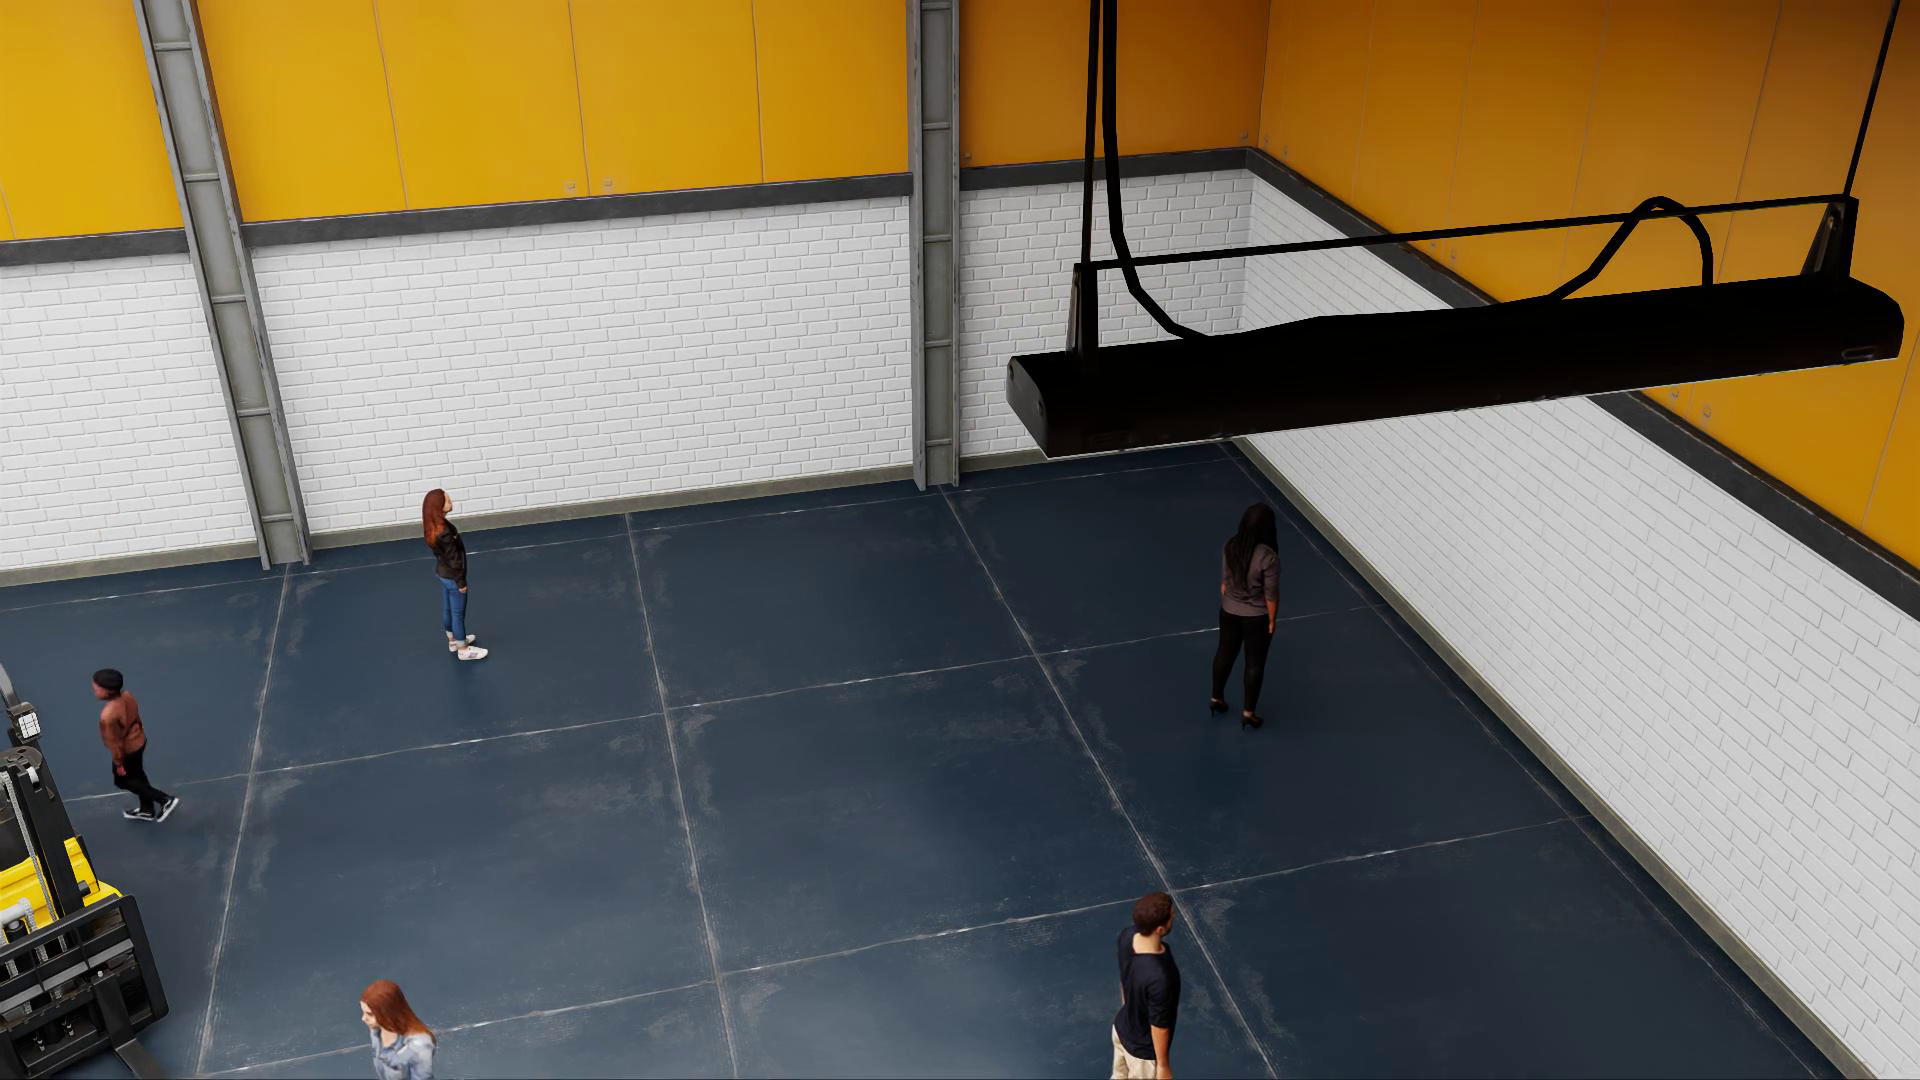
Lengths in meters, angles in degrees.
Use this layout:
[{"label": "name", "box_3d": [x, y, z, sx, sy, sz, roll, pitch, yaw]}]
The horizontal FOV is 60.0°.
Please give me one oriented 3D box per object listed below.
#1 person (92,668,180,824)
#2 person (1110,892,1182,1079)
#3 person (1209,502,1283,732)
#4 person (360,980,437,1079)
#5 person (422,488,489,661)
[{"label": "person", "box_3d": [-5.612, 1.419, 11.333, 0.712, 1.246, 0.614, 1, 29, 1]}, {"label": "person", "box_3d": [0.930, 2.571, 8.588, 0.557, 1.852, 0.643, -9, 30, -16]}, {"label": "person", "box_3d": [2.113, 0.567, 12.277, 0.745, 1.838, 0.776, 22, 36, 35]}, {"label": "person", "box_3d": [-2.636, 2.817, 8.341, 1.061, 1.656, 1.138, 16, 33, 27]}, {"label": "person", "box_3d": [-4.051, 0.260, 13.208, 0.626, 1.484, 0.628, -20, 34, -32]}]
